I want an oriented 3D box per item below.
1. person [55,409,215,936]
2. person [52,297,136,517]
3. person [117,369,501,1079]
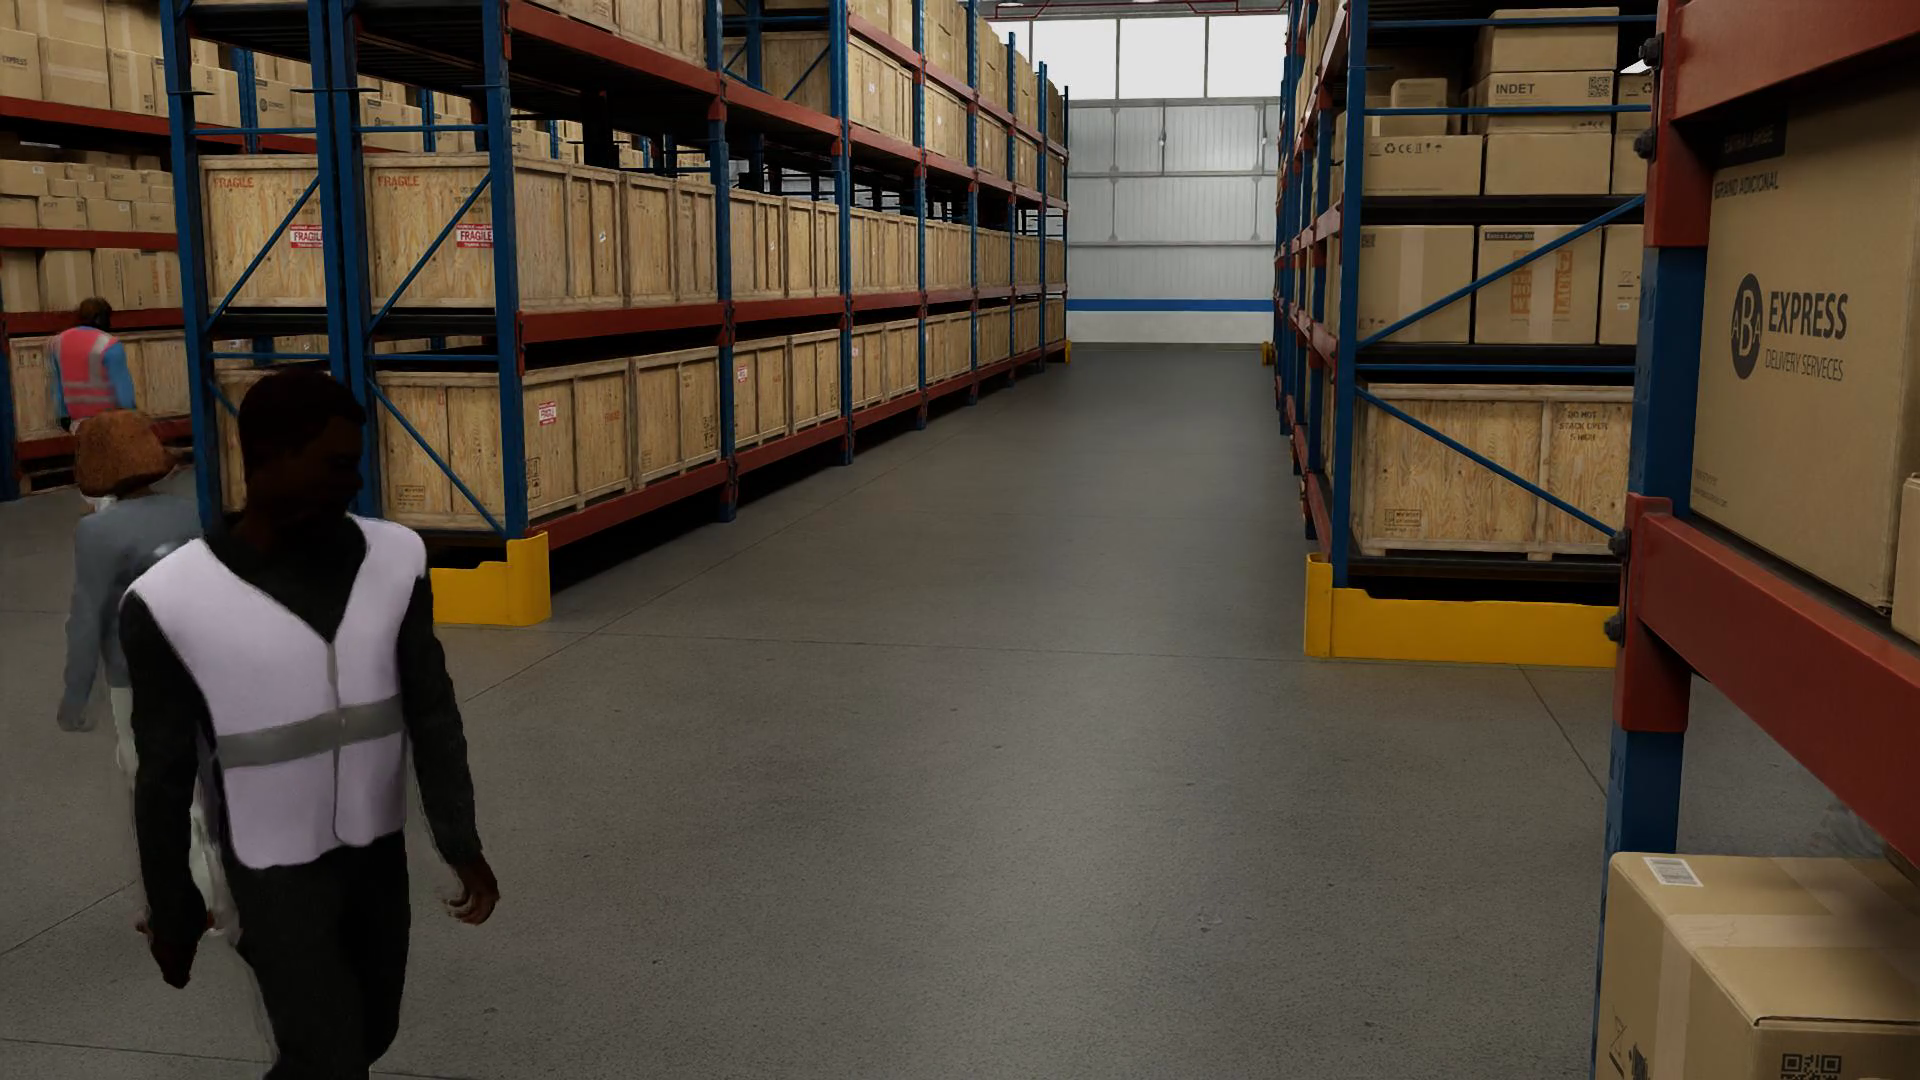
[{"bbox_3d":[-2.479,0.418,4.998,0.454,1.617,0.499,1,9,6],"label":"person"},{"bbox_3d":[-6.773,-0.996,13.121,0.662,1.824,0.482,3,10,17],"label":"person"},{"bbox_3d":[-1.253,0.593,3.193,0.875,1.875,0.582,7,11,35],"label":"person"}]
